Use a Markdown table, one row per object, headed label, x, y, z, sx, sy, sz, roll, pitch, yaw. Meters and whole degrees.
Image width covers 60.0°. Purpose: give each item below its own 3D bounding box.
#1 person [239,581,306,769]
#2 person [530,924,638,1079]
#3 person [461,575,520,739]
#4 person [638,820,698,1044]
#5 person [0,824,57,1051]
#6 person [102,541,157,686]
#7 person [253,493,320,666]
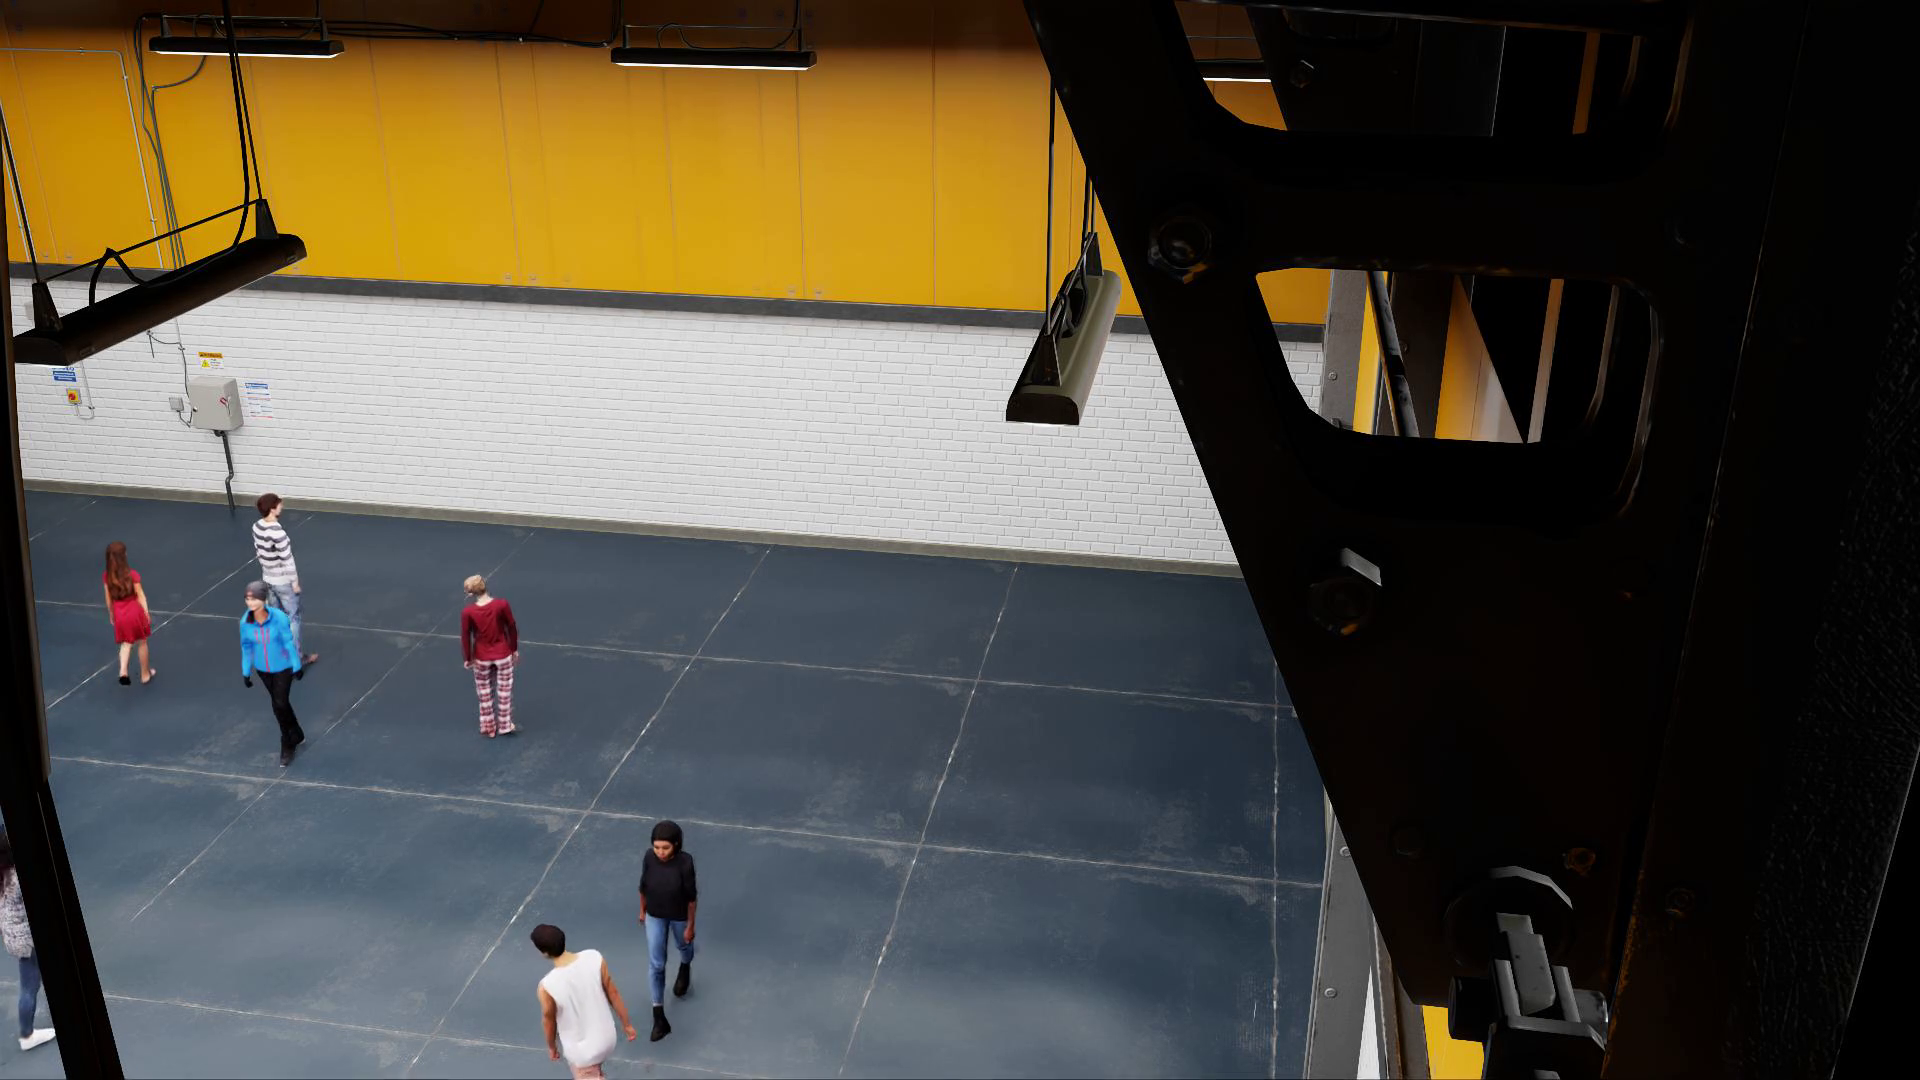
| label | x | y | z | sx | sy | sz | roll | pitch | yaw |
| --- | --- | --- | --- | --- | --- | --- | --- | --- | --- |
| person | -6.271 | 1.163 | 15.342 | 0.640 | 1.778 | 0.756 | 4 | 24 | 8 |
| person | -2.325 | 3.251 | 10.643 | 1.158 | 1.716 | 1.126 | -19 | 30 | -36 |
| person | -4.397 | 1.074 | 15.660 | 0.733 | 1.687 | 0.691 | 0 | 24 | -1 |
| person | -2.071 | 2.684 | 12.027 | 0.769 | 1.646 | 1.199 | 1 | 24 | 2 |
| person | -6.629 | 2.819 | 11.643 | 0.842 | 1.706 | 0.949 | 18 | 30 | 36 |
| person | -8.282 | 0.771 | 16.535 | 0.644 | 1.541 | 0.829 | -2 | 24 | -4 |
| person | -6.966 | 0.391 | 17.016 | 0.728 | 1.852 | 0.695 | 14 | 27 | 29 |
